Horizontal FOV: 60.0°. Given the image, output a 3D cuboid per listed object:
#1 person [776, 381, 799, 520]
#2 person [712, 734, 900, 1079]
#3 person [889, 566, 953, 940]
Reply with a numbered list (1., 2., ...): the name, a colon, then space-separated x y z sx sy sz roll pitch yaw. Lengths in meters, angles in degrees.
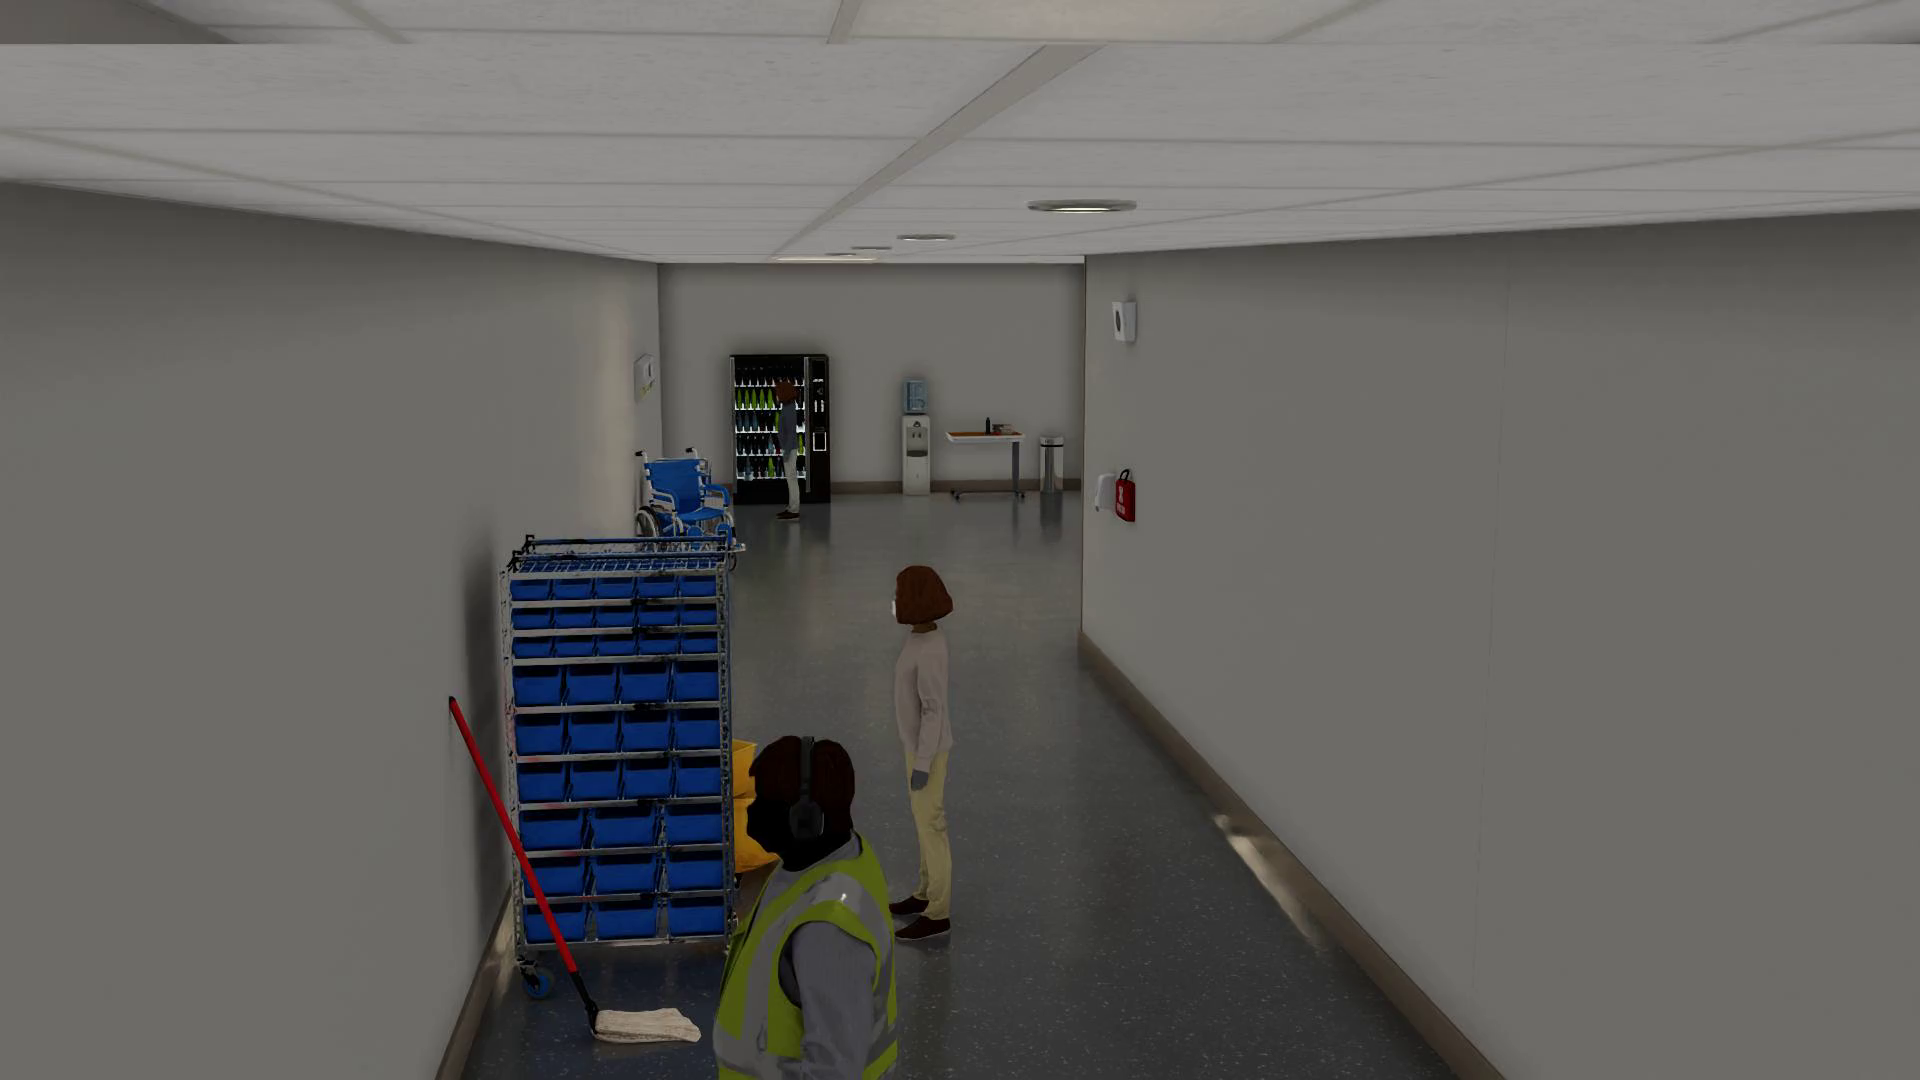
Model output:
1. person: -2.027 -1.054 19.568 0.289 1.633 0.497 -1 9 -7
2. person: -0.359 1.352 3.903 0.429 1.844 0.625 -1 9 -7
3. person: -0.174 0.918 7.260 0.284 1.633 0.497 -1 9 -7
